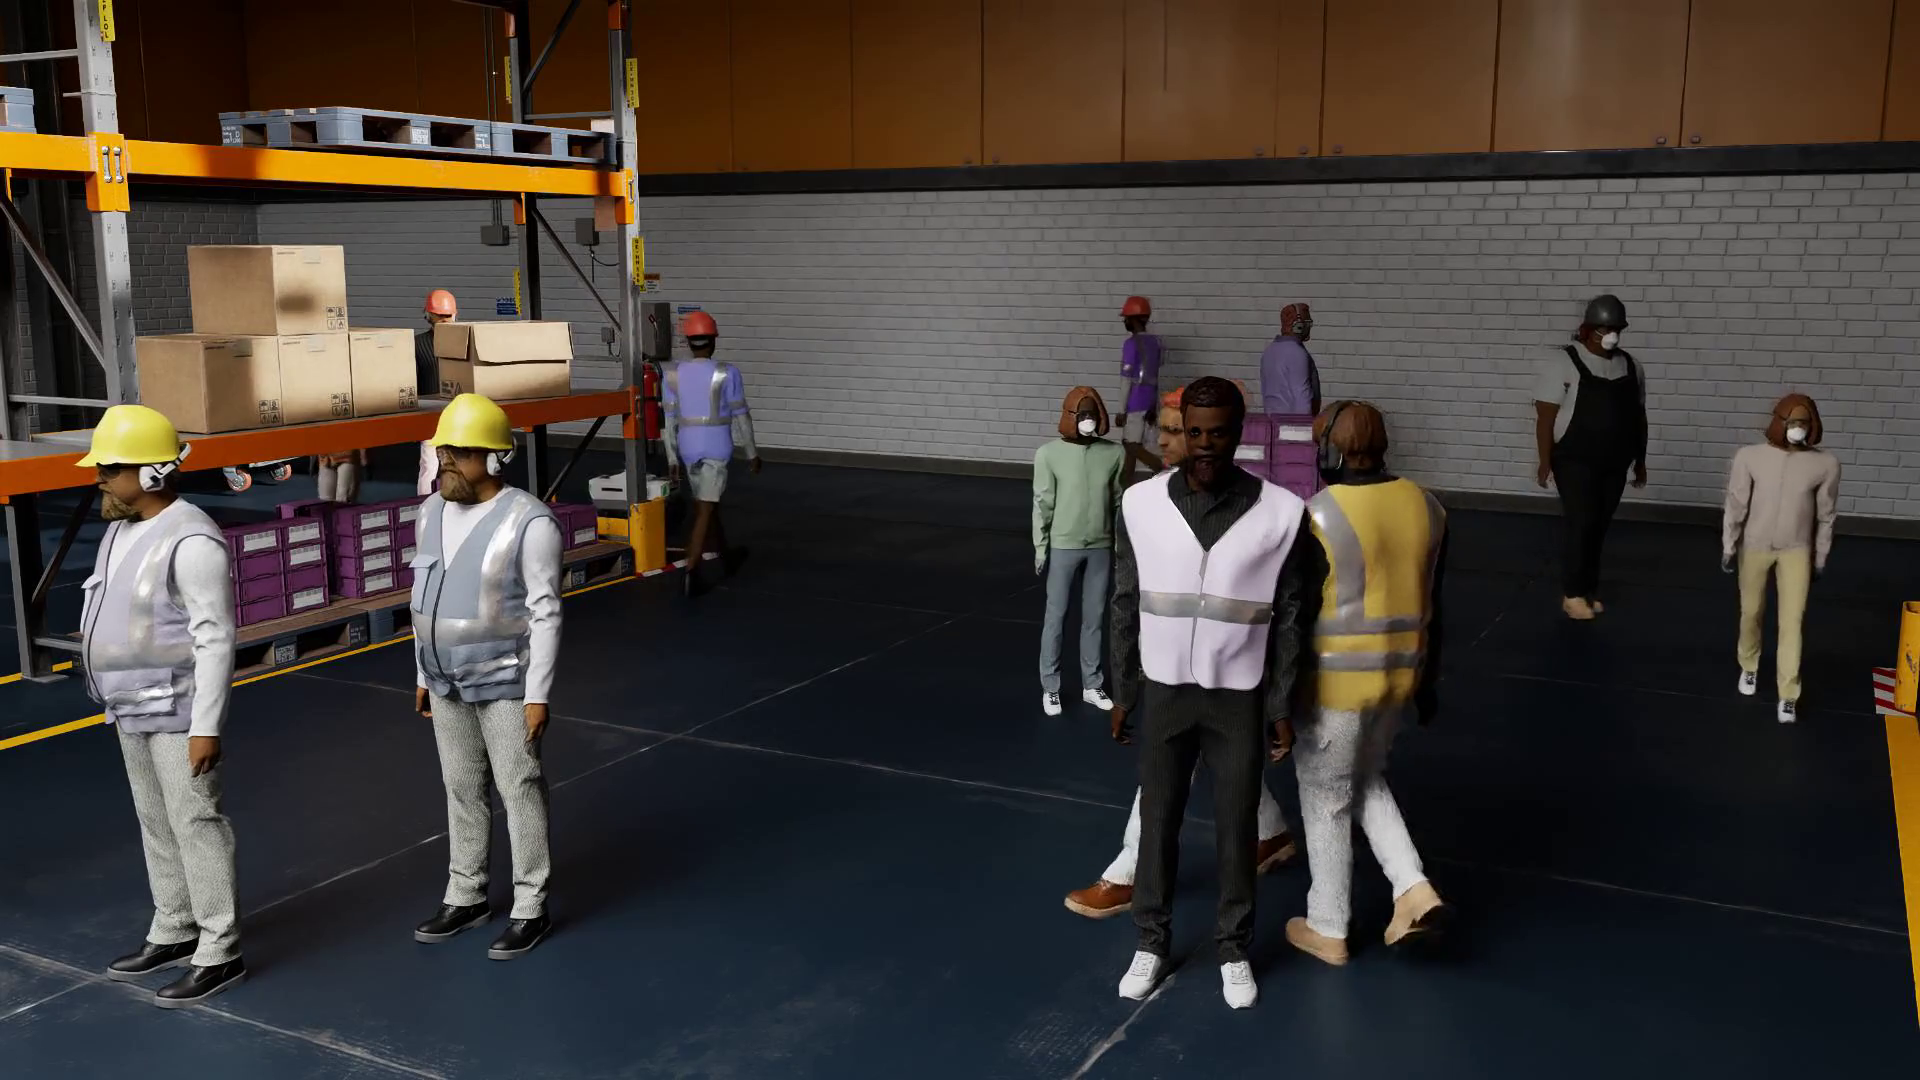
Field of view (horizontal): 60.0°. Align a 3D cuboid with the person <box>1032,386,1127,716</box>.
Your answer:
[{"bbox_3d":[0.598,0.052,8.250,0.508,1.632,0.264,-4,10,-20],"label":"person"}]

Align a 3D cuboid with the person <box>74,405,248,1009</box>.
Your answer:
[{"bbox_3d":[-2.439,0.501,5.076,0.603,1.830,0.404,8,13,40],"label":"person"}]

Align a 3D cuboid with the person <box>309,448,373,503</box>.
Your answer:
[{"bbox_3d":[-4.343,-0.564,11.820,0.536,1.620,0.548,5,11,27],"label":"person"}]

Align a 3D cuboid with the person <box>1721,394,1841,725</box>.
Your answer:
[{"bbox_3d":[4.085,0.062,8.313,0.505,1.594,0.824,5,11,26],"label":"person"}]

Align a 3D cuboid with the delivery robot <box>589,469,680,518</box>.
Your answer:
[{"bbox_3d":[-2.688,-0.404,13.725,0.707,0.478,0.477,2,11,12],"label":"delivery robot"}]

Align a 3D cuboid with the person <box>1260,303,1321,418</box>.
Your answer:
[{"bbox_3d":[2.502,-0.819,12.500,0.406,1.911,0.639,-2,10,-14],"label":"person"}]

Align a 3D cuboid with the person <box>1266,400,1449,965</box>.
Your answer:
[{"bbox_3d":[1.259,0.470,5.278,0.651,1.825,0.480,-5,11,-29],"label":"person"}]

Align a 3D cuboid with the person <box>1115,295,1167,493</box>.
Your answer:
[{"bbox_3d":[1.649,-1.202,14.720,0.844,1.919,0.545,5,11,28],"label":"person"}]

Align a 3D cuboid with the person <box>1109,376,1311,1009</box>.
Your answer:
[{"bbox_3d":[0.747,0.459,5.069,0.593,1.920,0.391,2,10,12],"label":"person"}]

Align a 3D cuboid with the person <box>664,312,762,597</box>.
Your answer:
[{"bbox_3d":[-1.683,-0.602,11.311,0.556,1.870,1.036,4,11,21],"label":"person"}]

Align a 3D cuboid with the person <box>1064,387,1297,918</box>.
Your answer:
[{"bbox_3d":[0.832,0.367,5.865,0.998,1.837,0.593,-5,11,-24],"label":"person"}]

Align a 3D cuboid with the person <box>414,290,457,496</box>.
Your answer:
[{"bbox_3d":[-4.087,-0.981,13.192,0.623,1.989,0.400,-9,13,-41],"label":"person"}]

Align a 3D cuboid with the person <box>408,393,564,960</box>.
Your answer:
[{"bbox_3d":[-1.561,0.442,5.417,0.590,1.833,0.404,5,11,27],"label":"person"}]

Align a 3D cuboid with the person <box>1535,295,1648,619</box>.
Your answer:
[{"bbox_3d":[4.006,-0.515,10.355,0.705,2.000,0.683,-2,10,-14],"label":"person"}]
